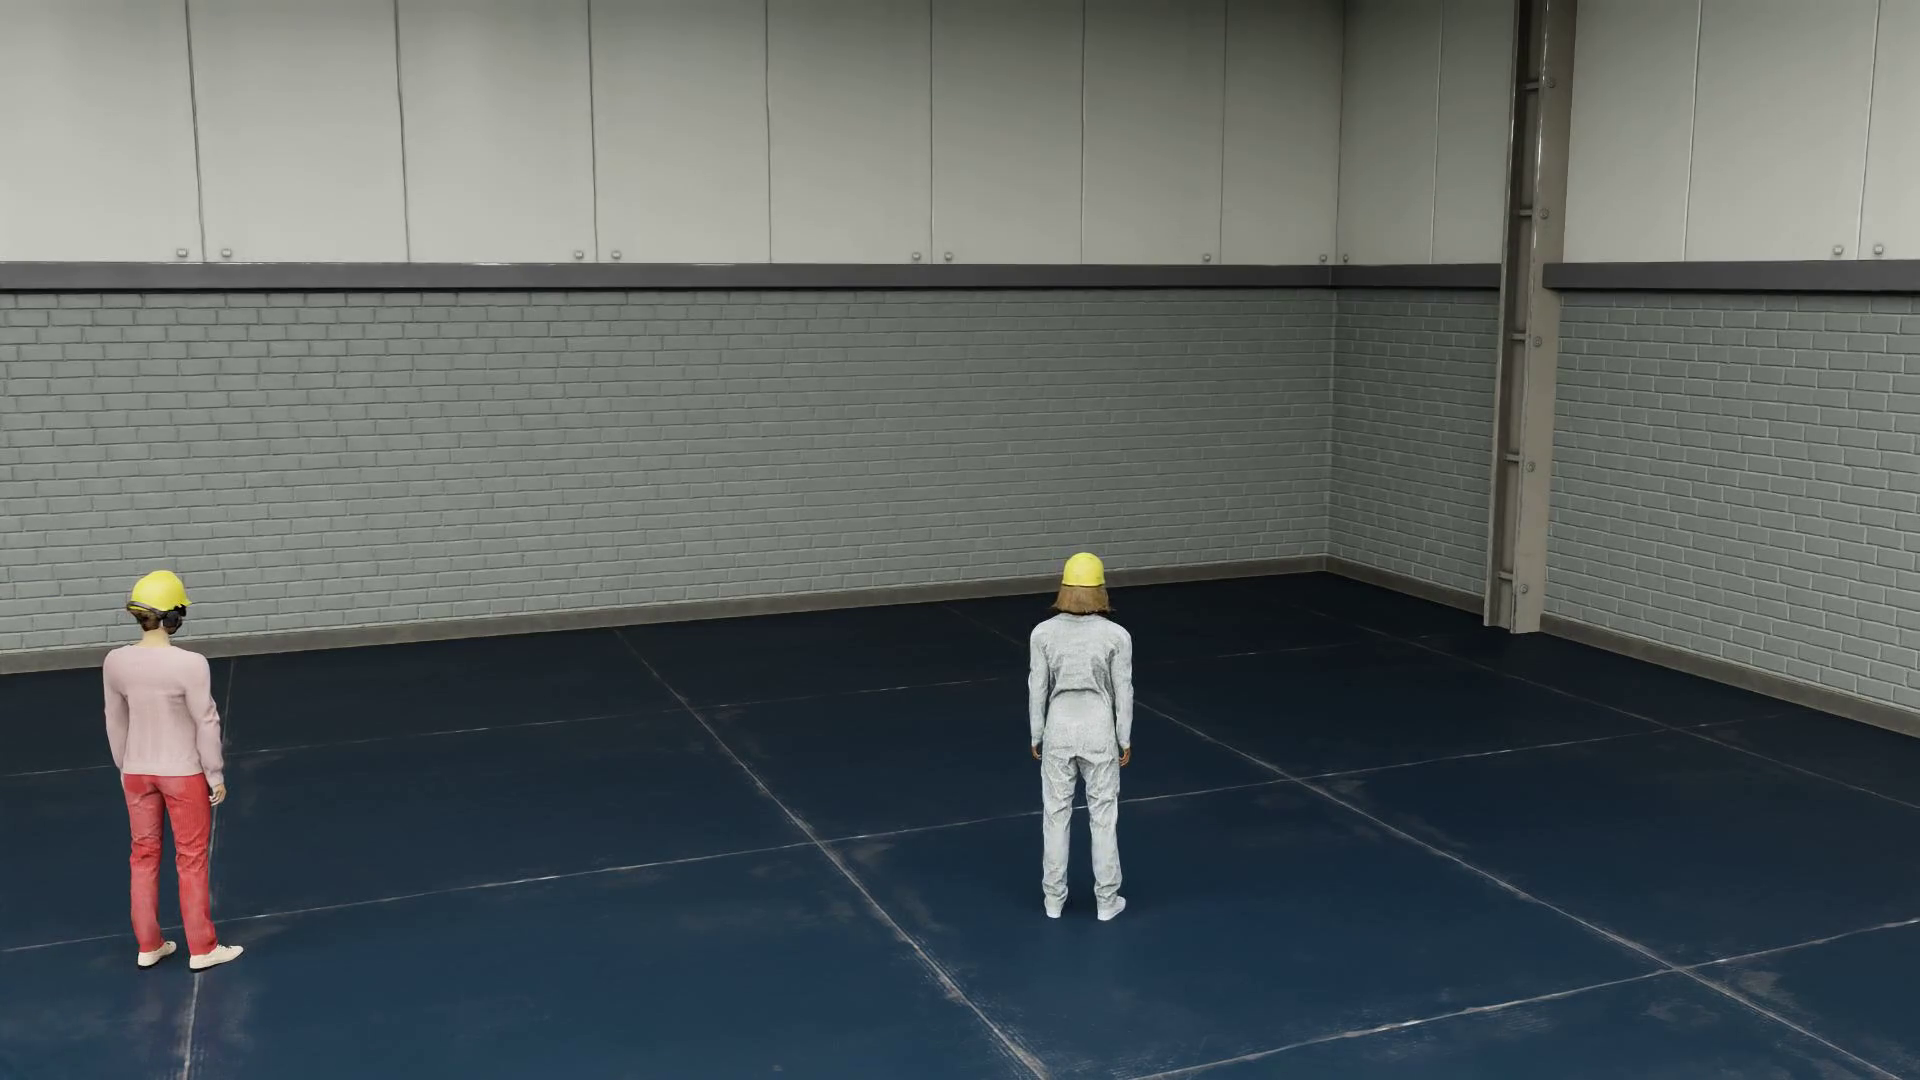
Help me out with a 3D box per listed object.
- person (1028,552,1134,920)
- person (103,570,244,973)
[{"bbox_3d":[0.572,0.923,7.858,0.492,1.740,0.325,2,9,11],"label":"person"},{"bbox_3d":[-3.441,1.009,7.245,0.527,1.768,0.314,2,9,11],"label":"person"}]
